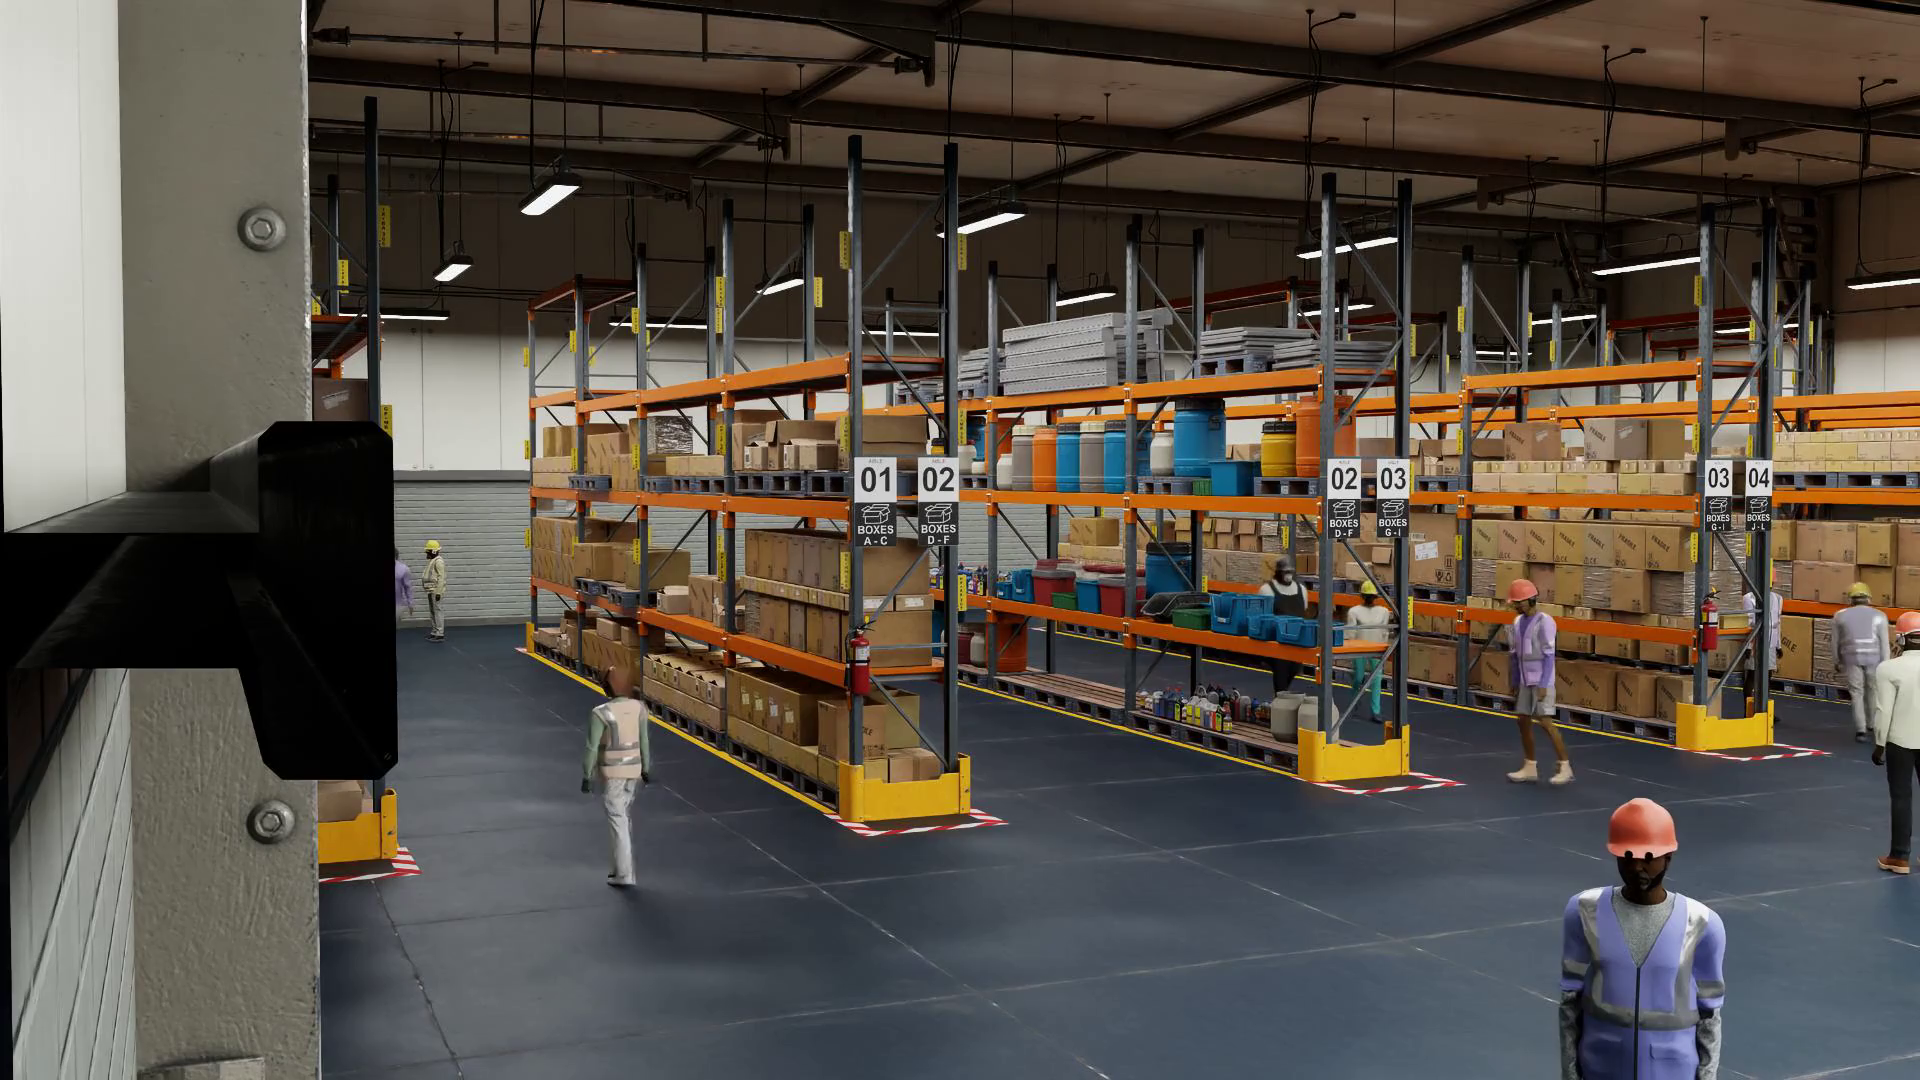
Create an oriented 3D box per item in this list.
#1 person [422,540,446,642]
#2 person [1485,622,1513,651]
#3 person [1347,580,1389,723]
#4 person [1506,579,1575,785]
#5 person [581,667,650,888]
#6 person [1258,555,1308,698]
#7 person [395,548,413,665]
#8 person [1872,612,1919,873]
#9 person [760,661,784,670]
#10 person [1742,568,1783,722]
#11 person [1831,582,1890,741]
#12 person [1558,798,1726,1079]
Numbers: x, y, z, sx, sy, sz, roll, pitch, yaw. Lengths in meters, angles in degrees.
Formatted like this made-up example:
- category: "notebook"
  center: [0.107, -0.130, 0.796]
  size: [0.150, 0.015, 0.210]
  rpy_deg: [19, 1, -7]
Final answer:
- category: "person"
  center: [-9.498, 0.916, 32.339]
  size: [0.404, 1.830, 0.599]
  rpy_deg: [-1, 3, -31]
- category: "person"
  center: [8.532, 1.099, 28.239]
  size: [0.610, 1.786, 0.941]
  rpy_deg: [-1, 2, -15]
- category: "person"
  center: [5.044, 1.350, 22.212]
  size: [0.534, 1.737, 0.790]
  rpy_deg: [0, 2, -1]
- category: "person"
  center: [5.669, 1.391, 17.589]
  size: [0.591, 2.014, 0.749]
  rpy_deg: [-1, 2, -16]
- category: "person"
  center: [-2.588, 1.745, 13.282]
  size: [0.524, 1.617, 0.545]
  rpy_deg: [2, 3, 37]
- category: "person"
  center: [4.132, 1.194, 22.946]
  size: [0.692, 2.000, 0.758]
  rpy_deg: [-1, 2, -14]
- category: "person"
  center: [-9.130, 1.024, 28.721]
  size: [0.636, 1.903, 0.988]
  rpy_deg: [-1, 2, -27]
- category: "person"
  center: [7.316, 1.547, 13.777]
  size: [0.614, 1.993, 0.395]
  rpy_deg: [0, 2, -1]
- category: "person"
  center: [-2.802, 1.062, 26.787]
  size: [0.613, 1.965, 0.361]
  rpy_deg: [-1, 3, -32]
- category: "person"
  center: [9.821, 1.267, 21.883]
  size: [0.545, 1.933, 0.376]
  rpy_deg: [-1, 2, -14]
- category: "person"
  center: [10.358, 1.384, 20.630]
  size: [0.587, 1.788, 0.856]
  rpy_deg: [1, 2, 19]
- category: "person"
  center: [2.370, 1.863, 6.257]
  size: [0.544, 1.939, 0.354]
  rpy_deg: [1, 2, 24]
